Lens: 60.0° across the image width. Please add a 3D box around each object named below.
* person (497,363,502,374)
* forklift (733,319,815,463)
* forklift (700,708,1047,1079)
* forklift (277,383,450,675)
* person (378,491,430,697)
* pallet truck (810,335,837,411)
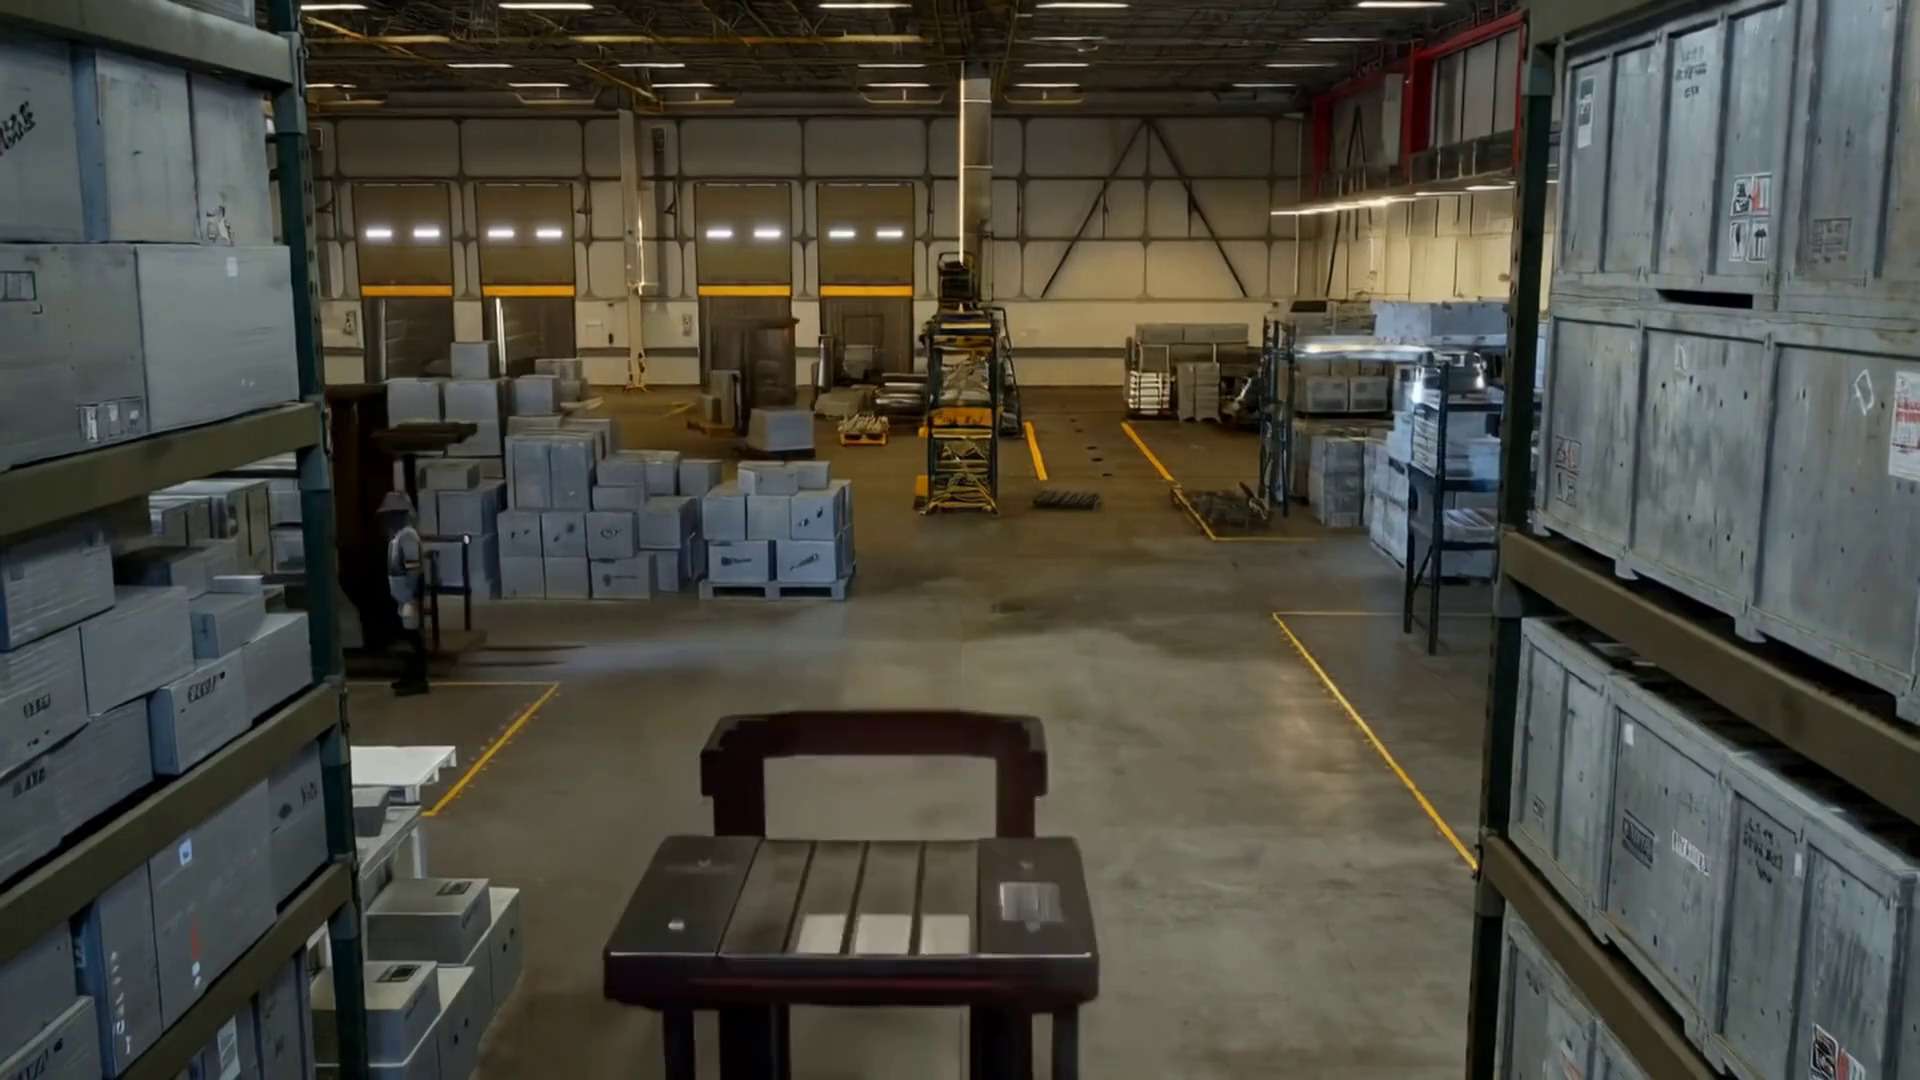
[{"bbox_3d":[-9.262,-2.567,33.245,0.627,1.934,0.371,8,13,40],"label":"person"},{"bbox_3d":[-3.673,-2.954,32.743,1.129,2.768,1.873,-5,11,-25],"label":"forklift"},{"bbox_3d":[-0.228,1.886,4.821,1.129,2.768,1.873,0,10,1],"label":"forklift"},{"bbox_3d":[-5.921,-0.136,16.486,1.873,2.768,1.129,0,10,1],"label":"forklift"},{"bbox_3d":[-5.196,0.498,15.549,0.379,1.937,0.547,-4,11,-23],"label":"person"},{"bbox_3d":[-3.021,-4.312,43.126,1.885,1.965,0.823,3,10,17],"label":"pallet truck"}]
